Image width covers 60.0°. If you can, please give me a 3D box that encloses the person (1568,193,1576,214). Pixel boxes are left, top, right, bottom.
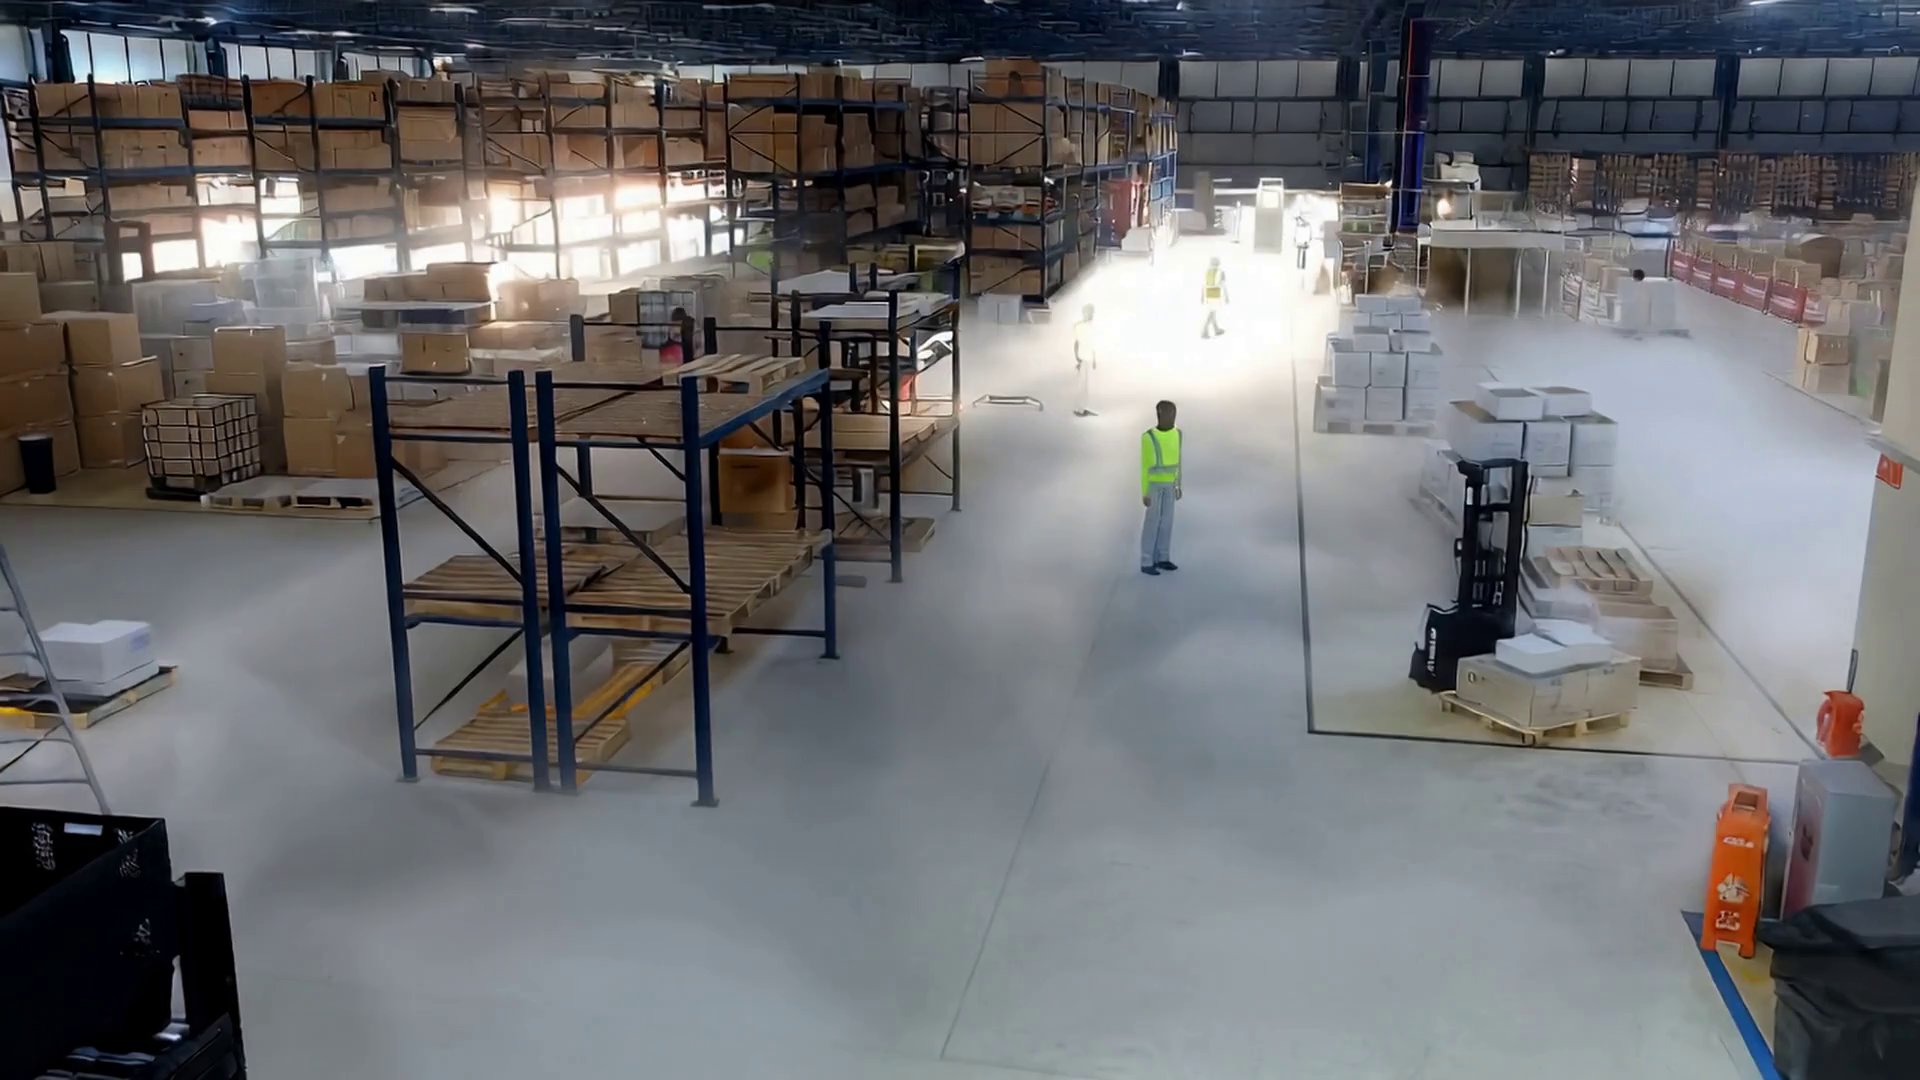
[{"bbox_3d":[29.919,-16.142,80.963,0.822,1.800,0.609,2,14,7],"label":"person"}]

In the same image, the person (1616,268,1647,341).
[{"bbox_3d":[15.024,-5.257,37.144,0.678,1.606,0.516,4,14,16],"label":"person"}]

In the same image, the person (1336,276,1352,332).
[{"bbox_3d":[8.077,-4.726,34.976,0.332,1.649,0.517,12,19,41],"label":"person"}]

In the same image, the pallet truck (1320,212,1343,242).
[{"bbox_3d":[15.874,-13.227,70.310,0.680,1.201,1.601,10,17,35],"label":"pallet truck"}]

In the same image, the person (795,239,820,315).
[{"bbox_3d":[-3.757,-6.400,41.006,0.611,1.996,0.378,-4,14,-16],"label":"person"}]

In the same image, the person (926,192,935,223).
[{"bbox_3d":[-1.565,-16.942,83.965,0.563,1.918,0.543,3,14,11],"label":"person"}]

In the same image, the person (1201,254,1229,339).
[{"bbox_3d":[5.780,-5.528,37.707,1.013,1.874,0.556,-13,19,-43],"label":"person"}]

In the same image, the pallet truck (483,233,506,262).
[{"bbox_3d":[-11.832,-7.026,43.548,1.885,1.965,0.823,8,16,28],"label":"pallet truck"}]

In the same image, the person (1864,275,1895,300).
[{"bbox_3d":[17.798,-4.238,32.466,0.714,1.883,0.460,12,18,40],"label":"person"}]

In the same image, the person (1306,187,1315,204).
[{"bbox_3d":[16.508,-15.602,78.369,0.379,1.996,0.609,-2,14,-10],"label":"person"}]

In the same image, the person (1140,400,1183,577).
[{"bbox_3d":[2.119,-0.547,17.502,0.568,1.878,0.350,-12,18,-41],"label":"person"}]

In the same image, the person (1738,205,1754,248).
[{"bbox_3d":[31.283,-12.408,65.975,0.923,1.718,0.509,-1,14,-2],"label":"person"}]

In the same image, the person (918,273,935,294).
[{"bbox_3d":[-0.826,-6.423,41.826,0.541,1.645,0.852,-8,16,-30],"label":"person"}]

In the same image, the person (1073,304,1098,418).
[{"bbox_3d":[2.064,-2.937,27.222,0.330,1.865,0.518,12,18,41],"label":"person"}]

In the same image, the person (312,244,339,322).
[{"bbox_3d":[-15.552,-6.309,40.823,0.587,1.911,0.397,-7,16,-28],"label":"person"}]

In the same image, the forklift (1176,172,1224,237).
[{"bbox_3d":[10.646,-14.863,73.548,1.873,2.768,1.129,-5,15,-20],"label":"forklift"}]

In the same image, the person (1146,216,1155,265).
[{"bbox_3d":[6.646,-10.424,57.962,0.316,1.695,0.542,2,14,7],"label":"person"}]

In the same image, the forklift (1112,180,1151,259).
[{"bbox_3d":[6.082,-11.722,60.796,1.873,2.768,1.129,2,14,9],"label":"forklift"}]

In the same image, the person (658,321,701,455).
[{"bbox_3d":[-4.035,-2.203,24.087,0.632,1.940,0.372,-8,16,-28],"label":"person"}]

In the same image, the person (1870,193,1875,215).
[{"bbox_3d":[43.537,-15.768,79.441,0.950,1.792,0.594,4,14,16],"label":"person"}]

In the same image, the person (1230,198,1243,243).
[{"bbox_3d":[11.592,-13.383,69.699,0.404,1.832,0.589,-6,15,-24],"label":"person"}]

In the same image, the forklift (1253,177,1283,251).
[{"bbox_3d":[12.083,-12.747,64.956,1.129,2.768,1.873,3,14,10],"label":"forklift"}]

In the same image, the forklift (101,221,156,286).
[{"bbox_3d":[-16.772,-5.071,33.793,1.129,2.768,1.873,3,14,10],"label":"forklift"}]

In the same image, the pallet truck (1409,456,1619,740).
[{"bbox_3d":[4.504,0.400,13.395,0.823,1.965,1.885,-6,15,-23],"label":"pallet truck"}]

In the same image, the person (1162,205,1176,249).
[{"bbox_3d":[8.298,-12.439,66.082,0.520,1.730,0.870,1,14,4],"label":"person"}]

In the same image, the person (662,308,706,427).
[{"bbox_3d":[-4.225,-2.573,25.376,0.696,2.000,1.000,6,15,22],"label":"person"}]

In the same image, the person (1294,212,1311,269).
[{"bbox_3d":[11.660,-10.202,56.667,0.550,1.887,0.975,4,14,15],"label":"person"}]

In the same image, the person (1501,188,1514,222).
[{"bbox_3d":[25.974,-15.726,78.978,0.605,1.944,0.402,-2,14,-10],"label":"person"}]
